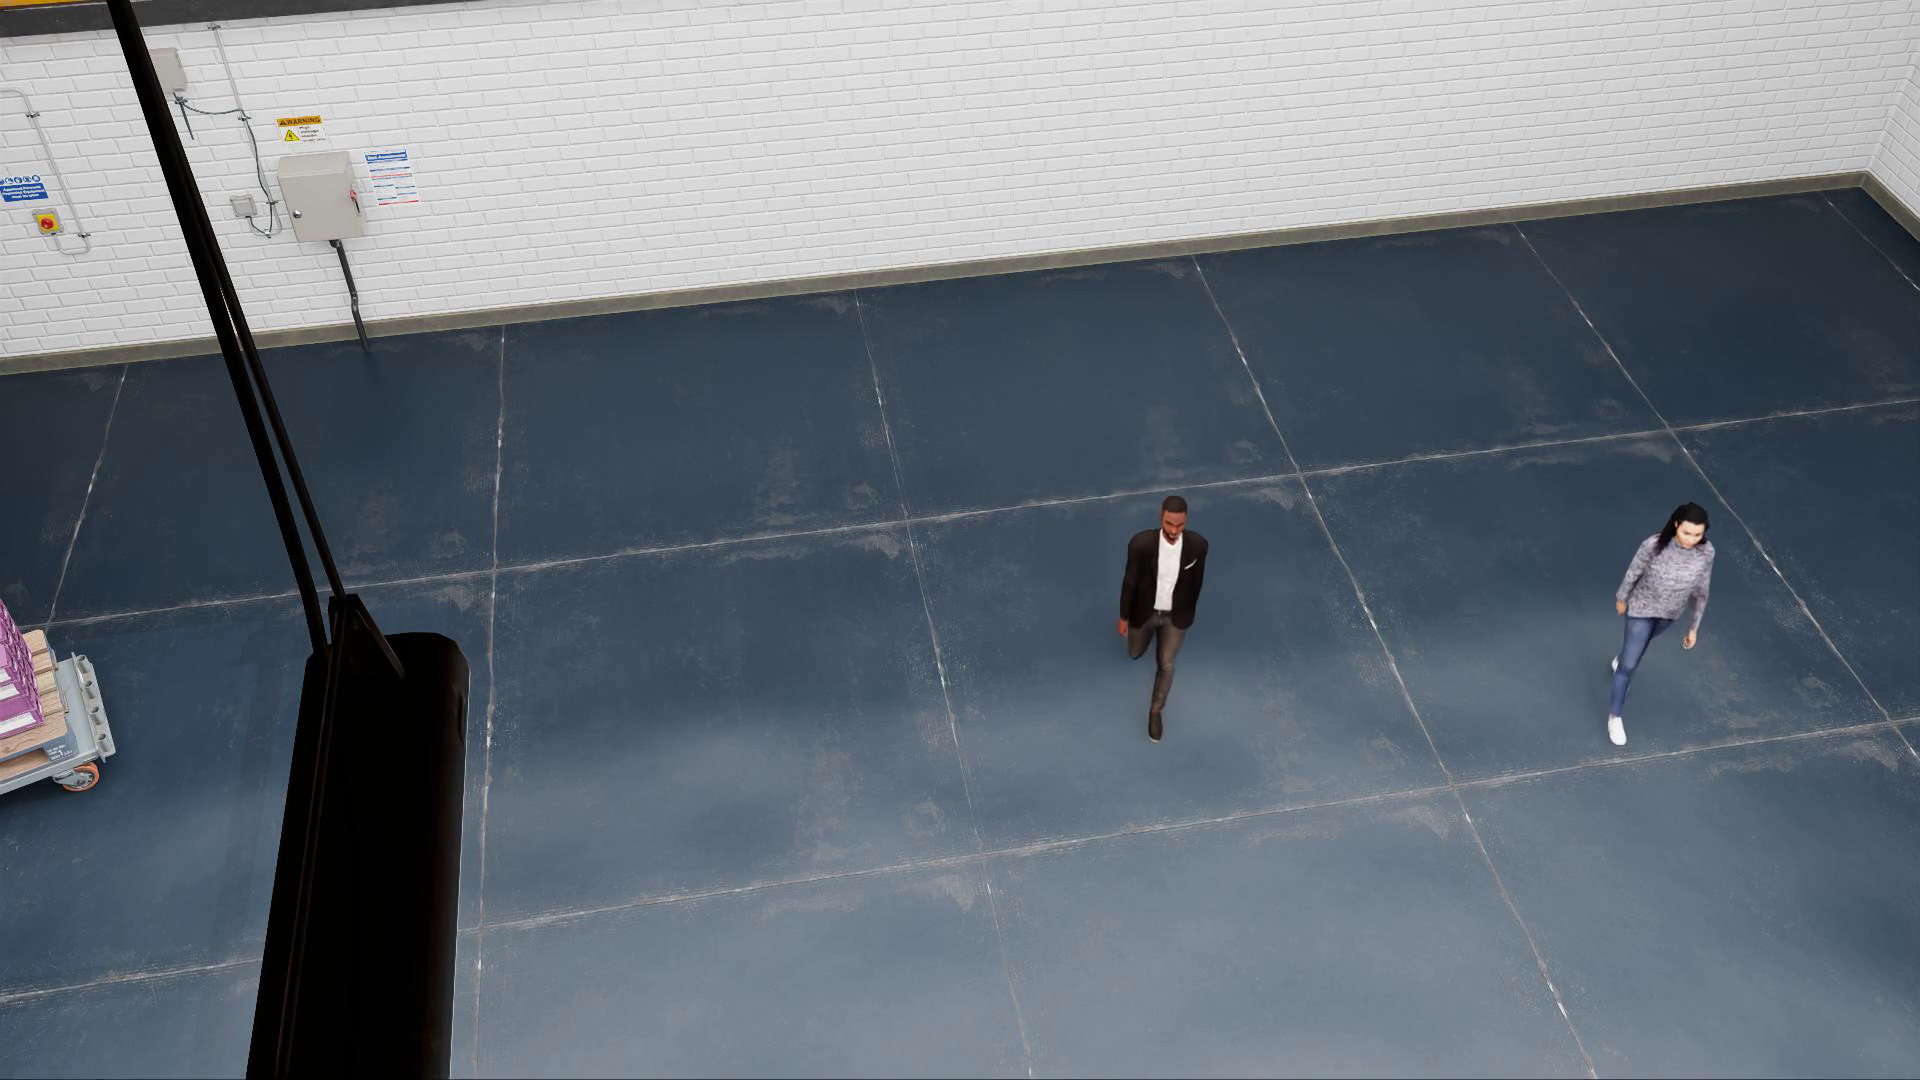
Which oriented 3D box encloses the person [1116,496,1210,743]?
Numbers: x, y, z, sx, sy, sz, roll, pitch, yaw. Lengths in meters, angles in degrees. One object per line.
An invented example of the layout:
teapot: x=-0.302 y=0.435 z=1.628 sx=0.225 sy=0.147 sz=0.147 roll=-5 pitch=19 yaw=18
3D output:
person: x=1.218 y=0.383 z=10.317 sx=0.814 sy=1.780 sz=1.121 roll=0 pitch=44 yaw=0

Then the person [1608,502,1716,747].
person: x=4.342 y=0.362 z=10.401 sx=0.796 sy=1.695 sz=1.102 roll=3 pitch=44 yaw=3
